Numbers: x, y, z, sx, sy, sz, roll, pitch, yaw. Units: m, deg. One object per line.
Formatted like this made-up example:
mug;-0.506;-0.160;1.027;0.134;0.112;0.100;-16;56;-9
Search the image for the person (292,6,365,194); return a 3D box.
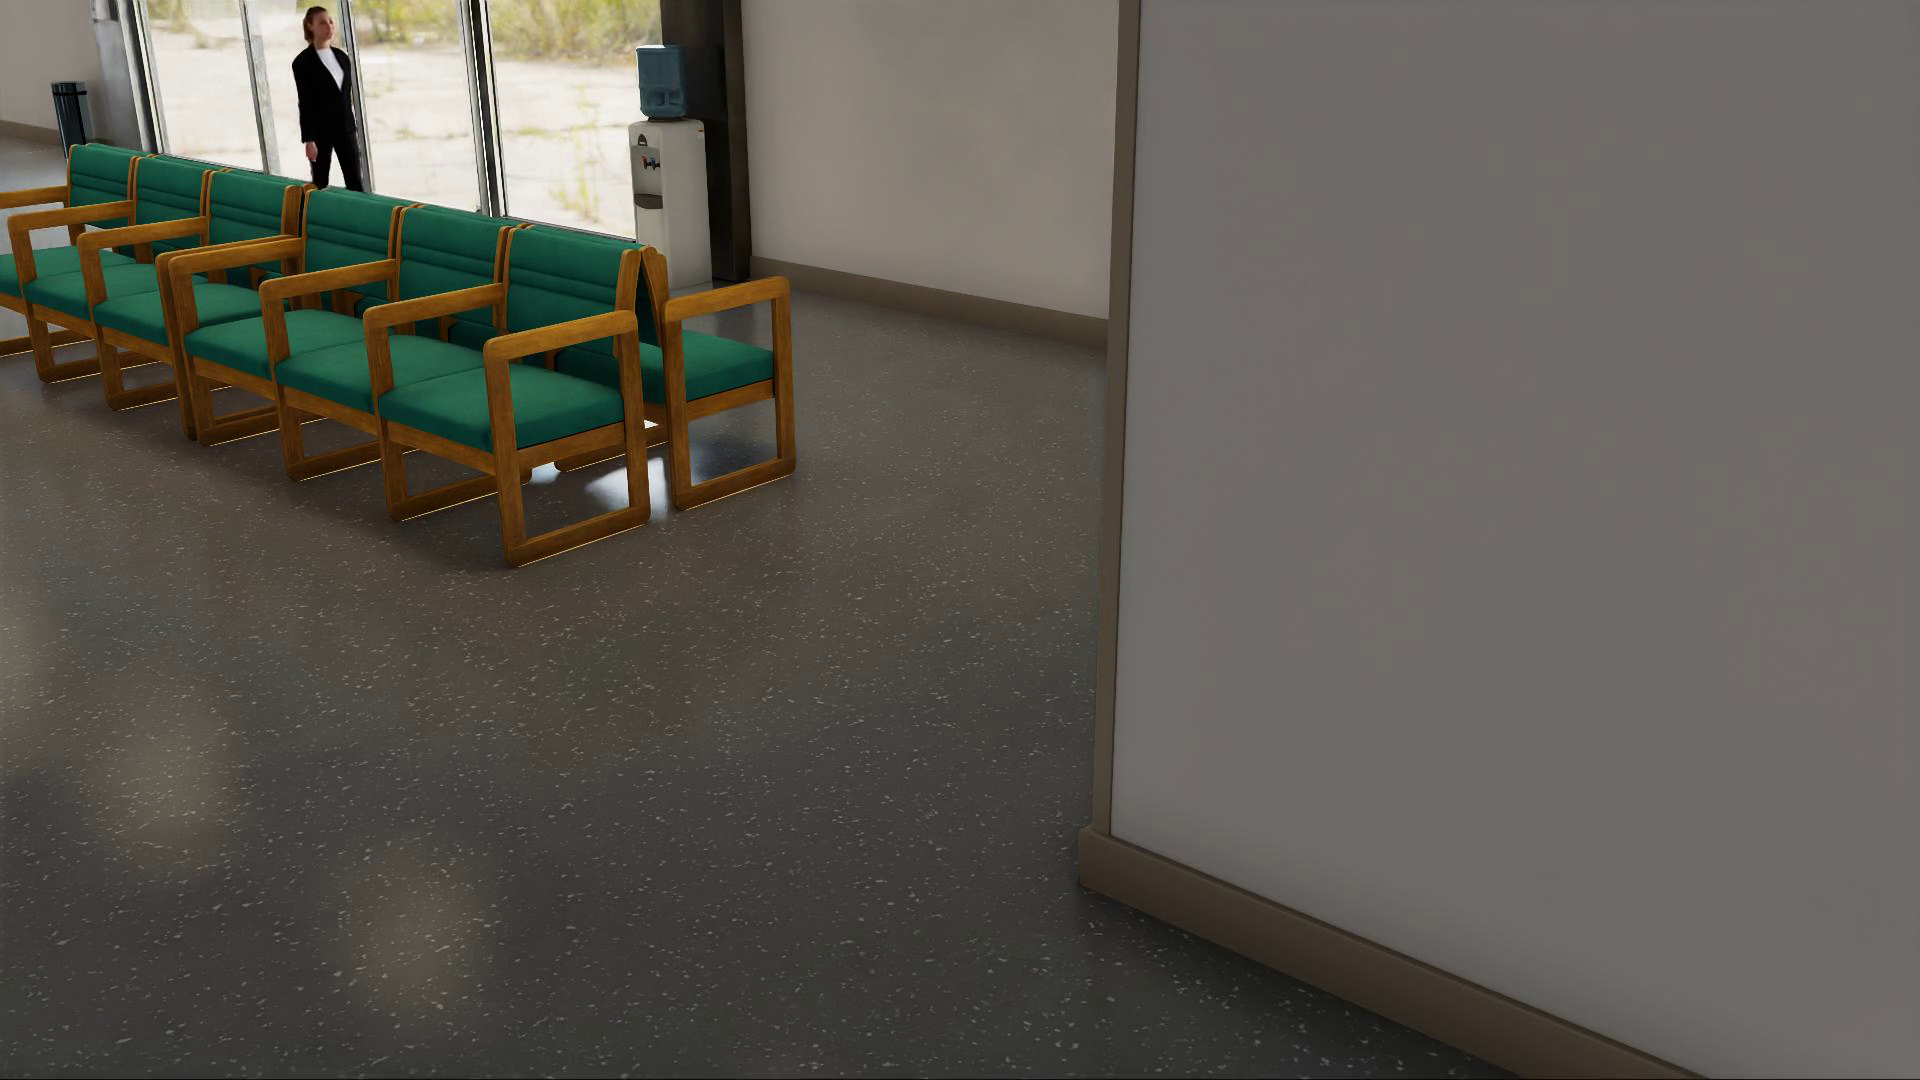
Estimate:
person;-4.270;-2.673;11.136;0.766;1.676;1.019;14;25;32
